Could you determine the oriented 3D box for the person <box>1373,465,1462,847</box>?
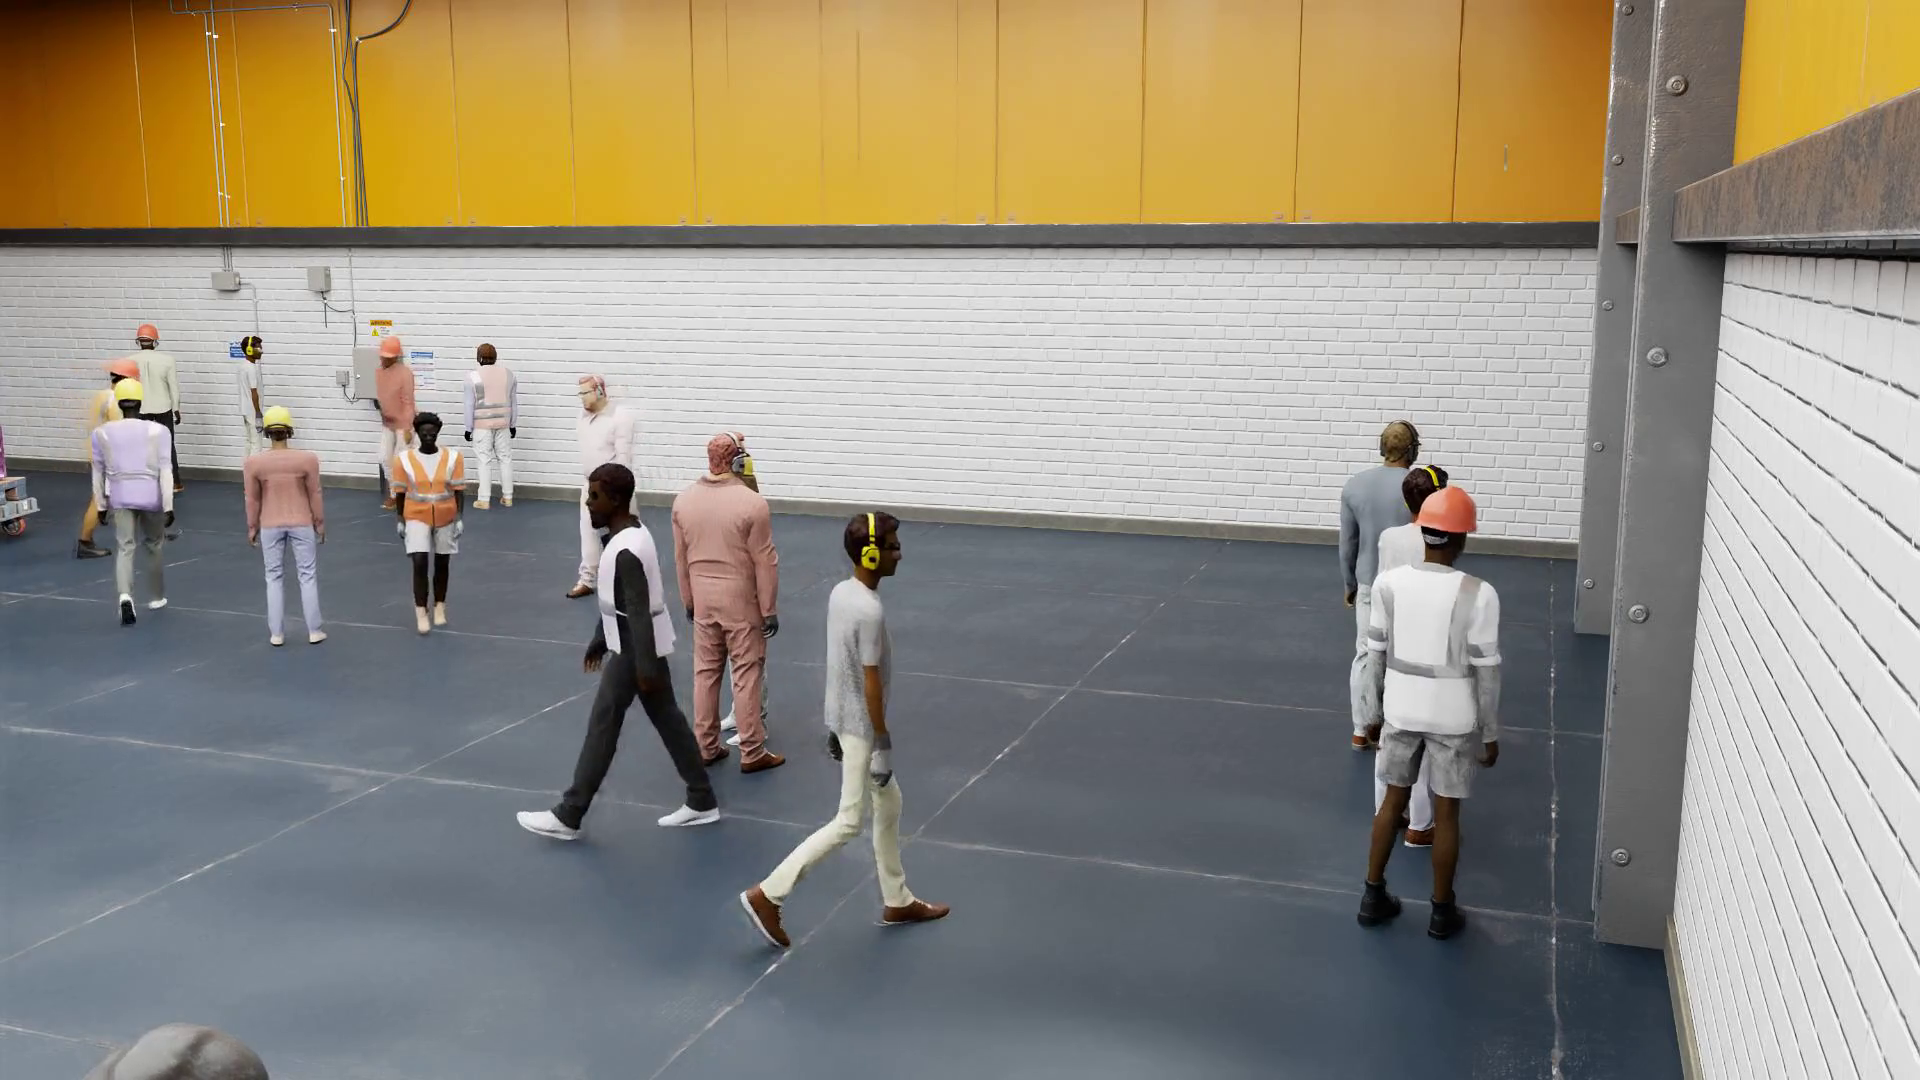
[{"bbox_3d":[2.243,0.564,8.126,0.328,1.872,0.513,-6,11,-28],"label":"person"}]

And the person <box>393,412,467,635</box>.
[{"bbox_3d":[-3.979,-0.130,12.563,0.535,1.668,0.691,-4,11,-23],"label":"person"}]

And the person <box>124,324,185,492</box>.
[{"bbox_3d":[-9.528,-1.543,19.638,0.612,1.995,0.393,-3,10,-16],"label":"person"}]

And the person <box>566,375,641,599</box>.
[{"bbox_3d":[-2.975,-0.480,14.101,0.631,1.858,1.022,5,11,25],"label":"person"}]

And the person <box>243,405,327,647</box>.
[{"bbox_3d":[-4.921,-0.099,12.153,0.525,1.768,0.318,-3,10,-16],"label":"person"}]

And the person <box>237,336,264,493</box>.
[{"bbox_3d":[-8.285,-1.453,19.516,0.309,1.858,0.534,-8,13,-37],"label":"person"}]

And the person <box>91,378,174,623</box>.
[{"bbox_3d":[-6.485,-0.317,13.048,0.597,1.895,0.903,-3,10,-14],"label":"person"}]

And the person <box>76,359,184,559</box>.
[{"bbox_3d":[-7.878,-0.768,15.646,1.020,1.862,0.606,-6,12,-32],"label":"person"}]

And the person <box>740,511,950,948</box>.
[{"bbox_3d":[-0.485,0.791,6.958,0.874,1.842,0.524,-3,11,-17],"label":"person"}]

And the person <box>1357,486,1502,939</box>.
[{"bbox_3d":[1.990,0.737,7.030,0.579,1.928,0.387,8,13,38],"label":"person"}]

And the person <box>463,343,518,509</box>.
[{"bbox_3d":[-5.233,-1.269,18.525,0.633,1.843,0.429,-9,13,-40],"label":"person"}]

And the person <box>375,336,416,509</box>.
[{"bbox_3d":[-6.148,-1.264,18.185,0.638,1.947,0.576,6,12,30],"label":"person"}]

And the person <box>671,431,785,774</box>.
[{"bbox_3d":[-1.270,0.346,9.253,0.641,1.908,0.407,5,11,26],"label":"person"}]

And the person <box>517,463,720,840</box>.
[{"bbox_3d":[-1.675,0.550,8.204,1.006,1.866,0.591,-1,10,-7],"label":"person"}]

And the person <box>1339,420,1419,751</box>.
[{"bbox_3d":[2.471,0.279,9.538,0.629,1.940,0.378,9,13,40],"label":"person"}]

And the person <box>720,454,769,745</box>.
[{"bbox_3d":[-1.316,0.327,9.808,0.286,1.746,0.490,-5,11,-26],"label":"person"}]
